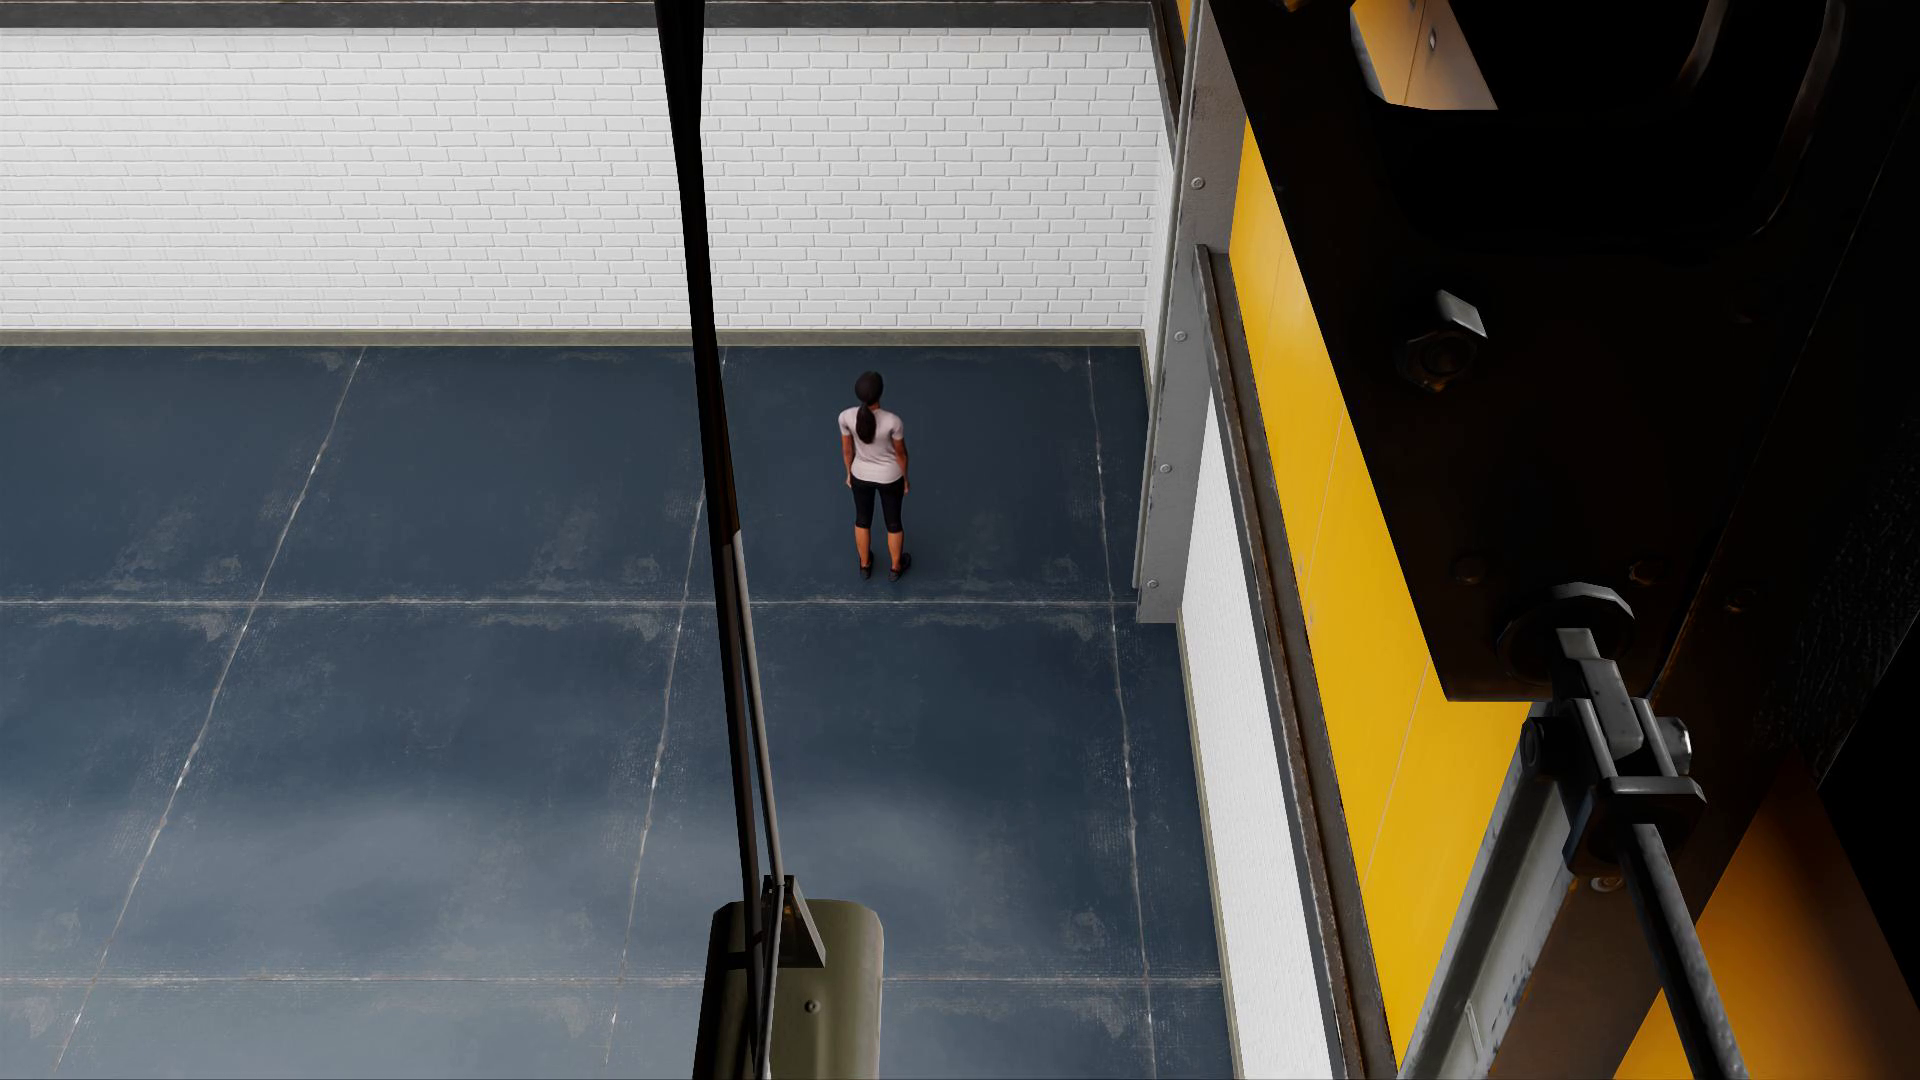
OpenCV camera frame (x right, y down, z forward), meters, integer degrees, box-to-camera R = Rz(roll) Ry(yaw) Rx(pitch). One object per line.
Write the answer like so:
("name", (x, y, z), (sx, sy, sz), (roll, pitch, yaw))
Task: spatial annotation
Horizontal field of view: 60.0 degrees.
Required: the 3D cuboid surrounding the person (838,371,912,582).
("person", (-0.570, -0.424, 11.292), (0.646, 1.747, 0.592), (7, 44, 8))
